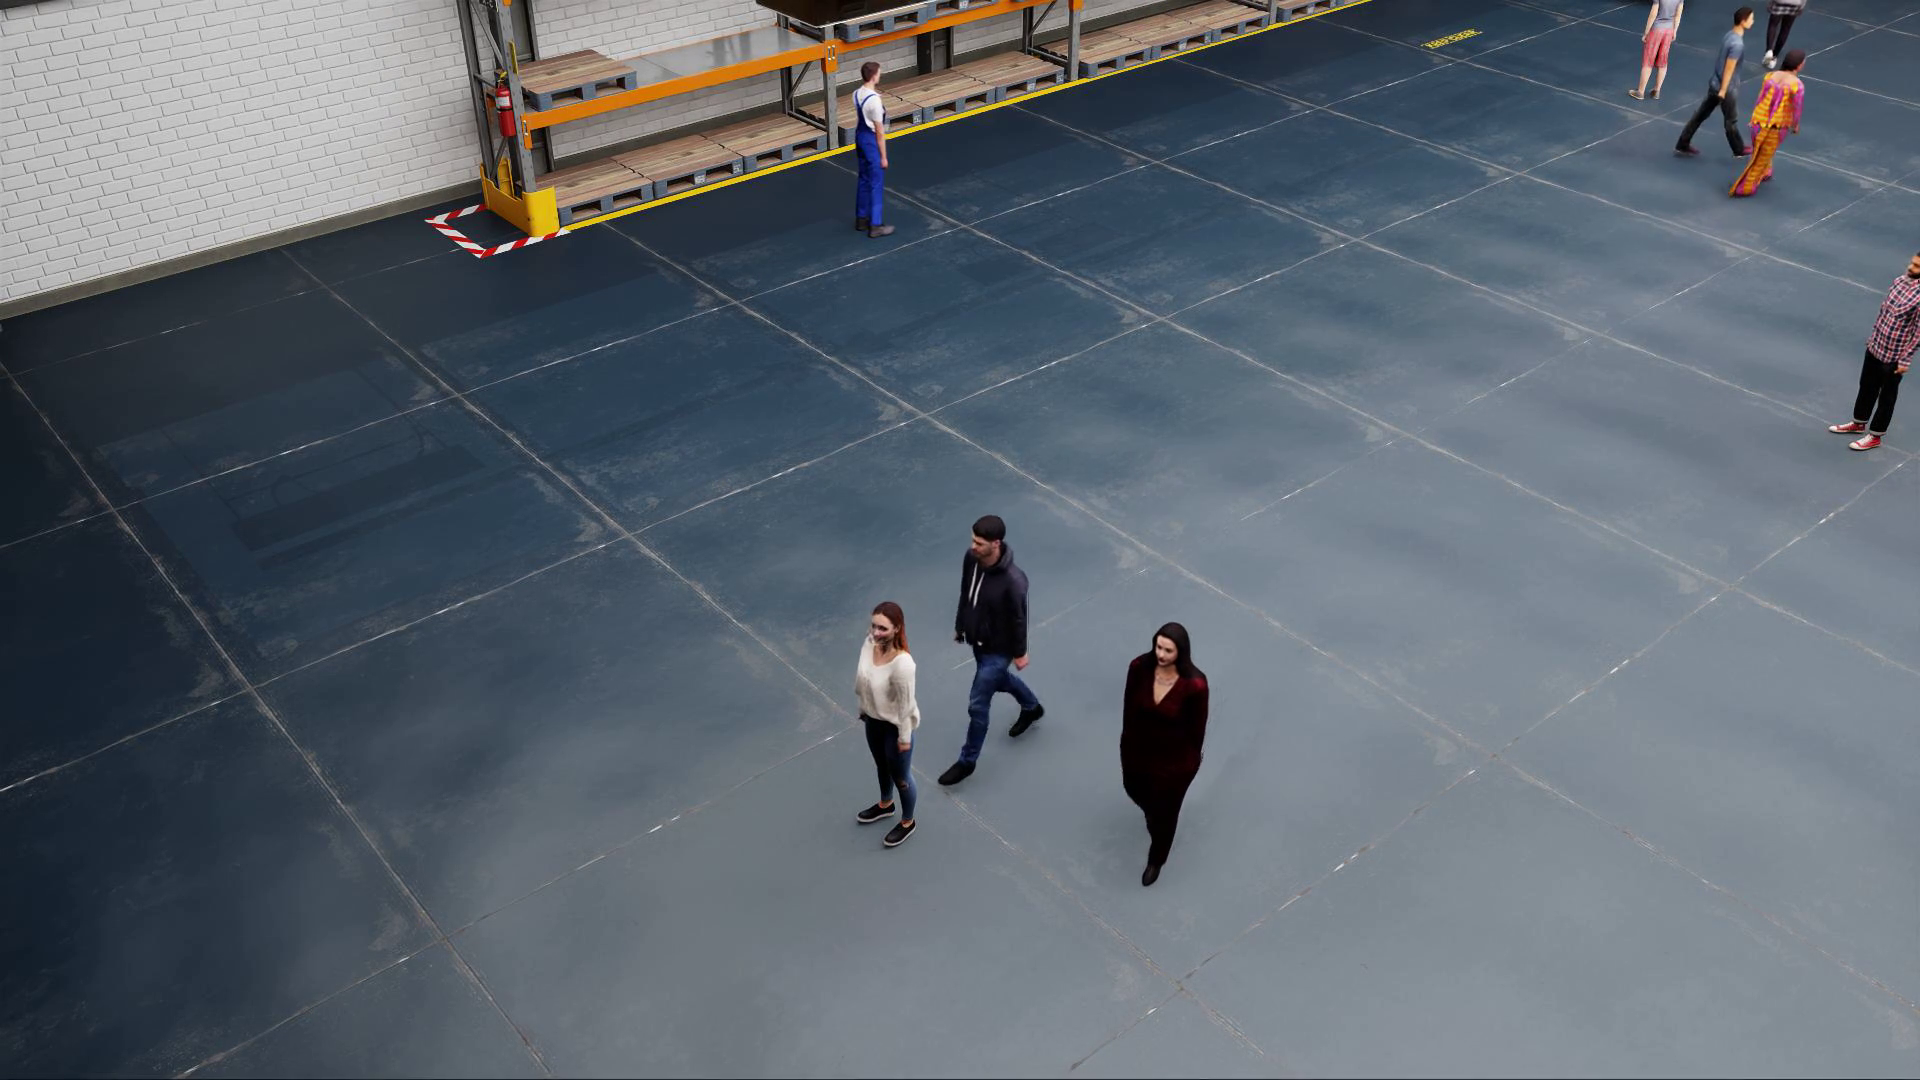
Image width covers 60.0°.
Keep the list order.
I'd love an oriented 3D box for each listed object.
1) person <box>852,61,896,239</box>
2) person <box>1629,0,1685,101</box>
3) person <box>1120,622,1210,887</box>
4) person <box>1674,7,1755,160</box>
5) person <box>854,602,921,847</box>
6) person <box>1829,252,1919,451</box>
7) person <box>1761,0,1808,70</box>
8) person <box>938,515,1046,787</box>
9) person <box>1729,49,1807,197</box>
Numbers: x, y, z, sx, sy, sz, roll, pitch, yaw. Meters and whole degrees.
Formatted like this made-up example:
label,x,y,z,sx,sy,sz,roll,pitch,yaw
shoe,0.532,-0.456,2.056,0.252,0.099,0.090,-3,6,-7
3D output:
label,x,y,z,sx,sy,sz,roll,pitch,yaw
person,-0.963,-4.150,17.629,0.555,1.847,0.626,-22,39,-29
person,8.983,-6.496,21.335,0.644,1.650,0.735,-2,34,-3
person,1.203,1.171,9.721,0.852,1.739,1.044,18,38,25
person,8.840,-5.323,19.467,1.178,1.766,1.154,5,34,7
person,-0.424,1.083,9.898,0.543,1.689,0.626,-23,40,-30
person,7.780,-1.605,13.877,0.796,1.761,0.788,-5,34,-7
person,11.069,-7.158,22.231,0.793,1.762,0.887,14,36,20
person,0.278,0.610,10.463,1.198,1.852,0.772,-22,39,-29
person,9.001,-4.637,18.544,1.024,1.644,0.846,-14,36,-20
